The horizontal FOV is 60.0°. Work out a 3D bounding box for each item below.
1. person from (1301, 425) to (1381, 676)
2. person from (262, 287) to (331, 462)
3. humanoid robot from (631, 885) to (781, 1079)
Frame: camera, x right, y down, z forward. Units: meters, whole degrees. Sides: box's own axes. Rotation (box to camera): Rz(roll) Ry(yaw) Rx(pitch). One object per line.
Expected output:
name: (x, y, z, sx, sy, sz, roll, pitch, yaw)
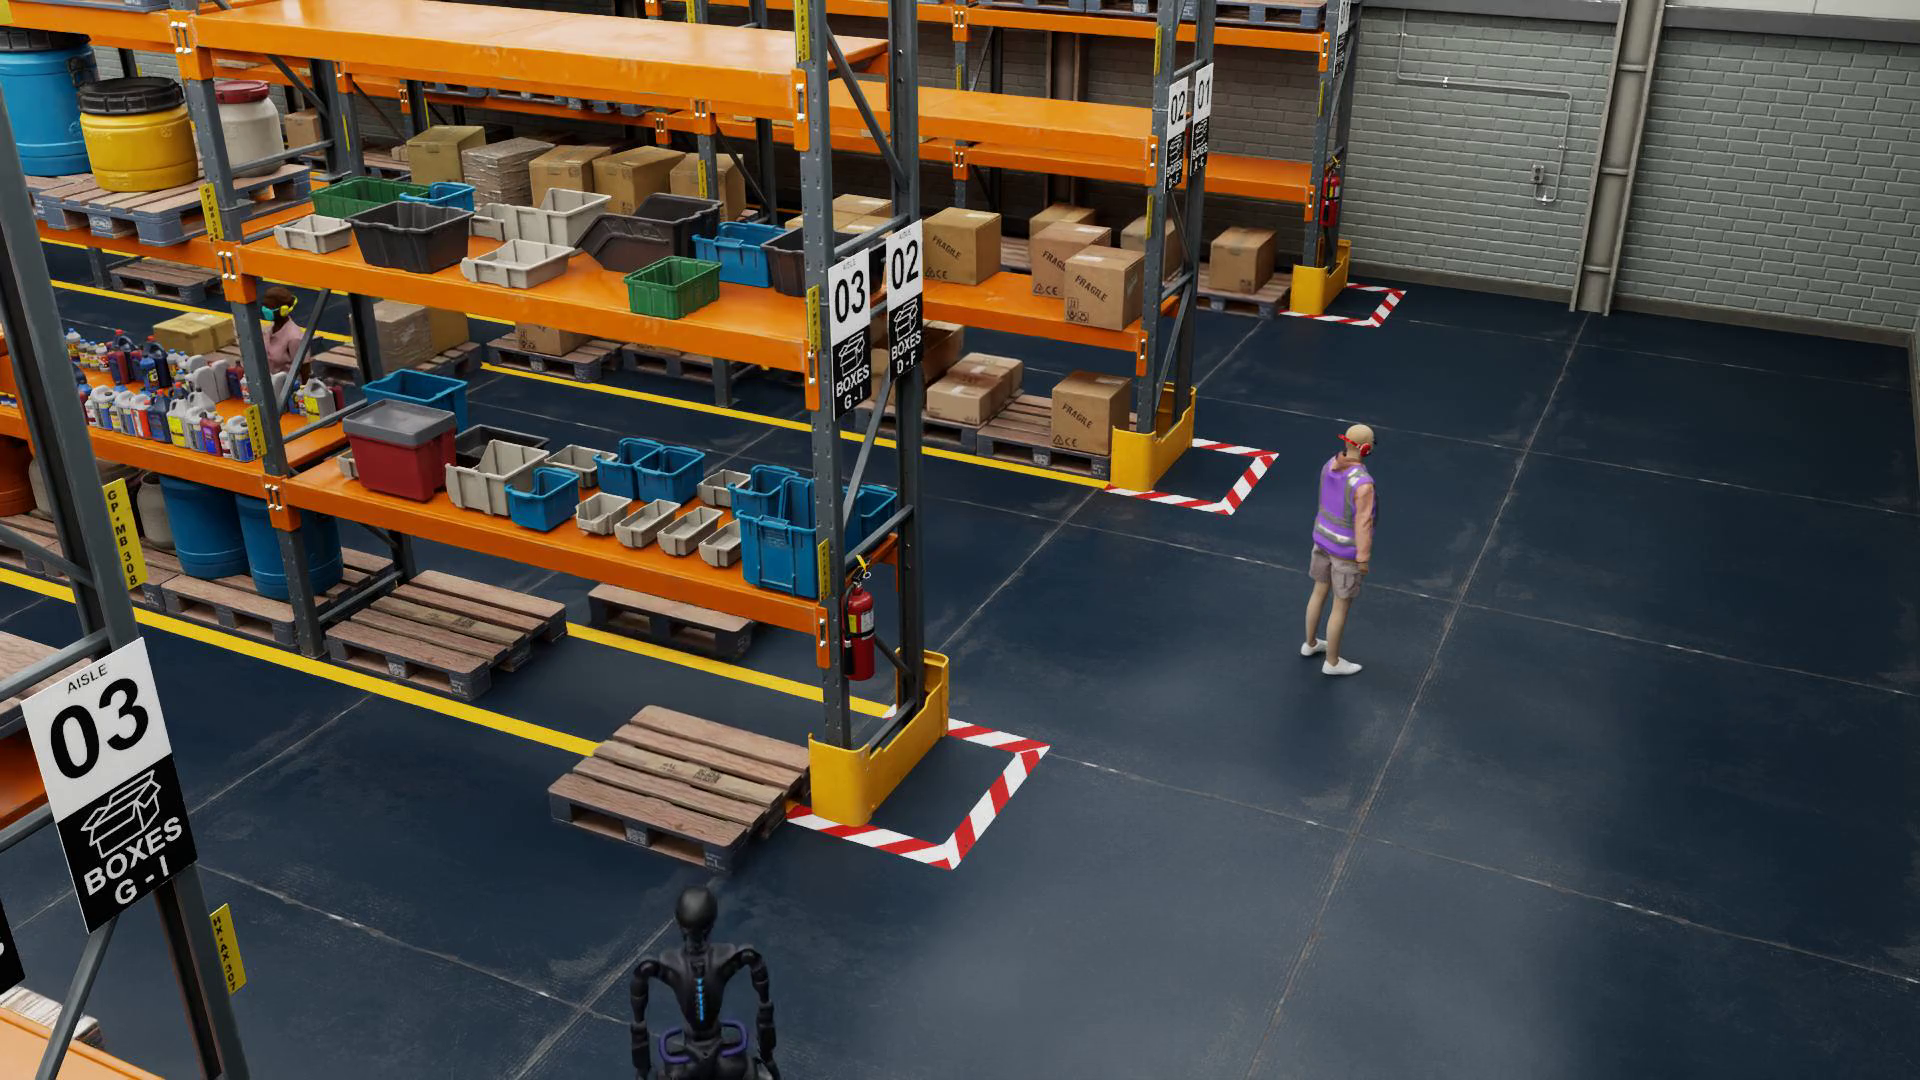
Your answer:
person: (2.429, 0.058, 10.588, 0.349, 1.688, 0.489, -11, 28, -21)
person: (-5.100, -1.070, 12.742, 0.518, 1.804, 0.331, 21, 33, 35)
humanoid robot: (-1.004, 2.071, 6.538, 0.608, 1.630, 0.450, -6, 27, -11)
